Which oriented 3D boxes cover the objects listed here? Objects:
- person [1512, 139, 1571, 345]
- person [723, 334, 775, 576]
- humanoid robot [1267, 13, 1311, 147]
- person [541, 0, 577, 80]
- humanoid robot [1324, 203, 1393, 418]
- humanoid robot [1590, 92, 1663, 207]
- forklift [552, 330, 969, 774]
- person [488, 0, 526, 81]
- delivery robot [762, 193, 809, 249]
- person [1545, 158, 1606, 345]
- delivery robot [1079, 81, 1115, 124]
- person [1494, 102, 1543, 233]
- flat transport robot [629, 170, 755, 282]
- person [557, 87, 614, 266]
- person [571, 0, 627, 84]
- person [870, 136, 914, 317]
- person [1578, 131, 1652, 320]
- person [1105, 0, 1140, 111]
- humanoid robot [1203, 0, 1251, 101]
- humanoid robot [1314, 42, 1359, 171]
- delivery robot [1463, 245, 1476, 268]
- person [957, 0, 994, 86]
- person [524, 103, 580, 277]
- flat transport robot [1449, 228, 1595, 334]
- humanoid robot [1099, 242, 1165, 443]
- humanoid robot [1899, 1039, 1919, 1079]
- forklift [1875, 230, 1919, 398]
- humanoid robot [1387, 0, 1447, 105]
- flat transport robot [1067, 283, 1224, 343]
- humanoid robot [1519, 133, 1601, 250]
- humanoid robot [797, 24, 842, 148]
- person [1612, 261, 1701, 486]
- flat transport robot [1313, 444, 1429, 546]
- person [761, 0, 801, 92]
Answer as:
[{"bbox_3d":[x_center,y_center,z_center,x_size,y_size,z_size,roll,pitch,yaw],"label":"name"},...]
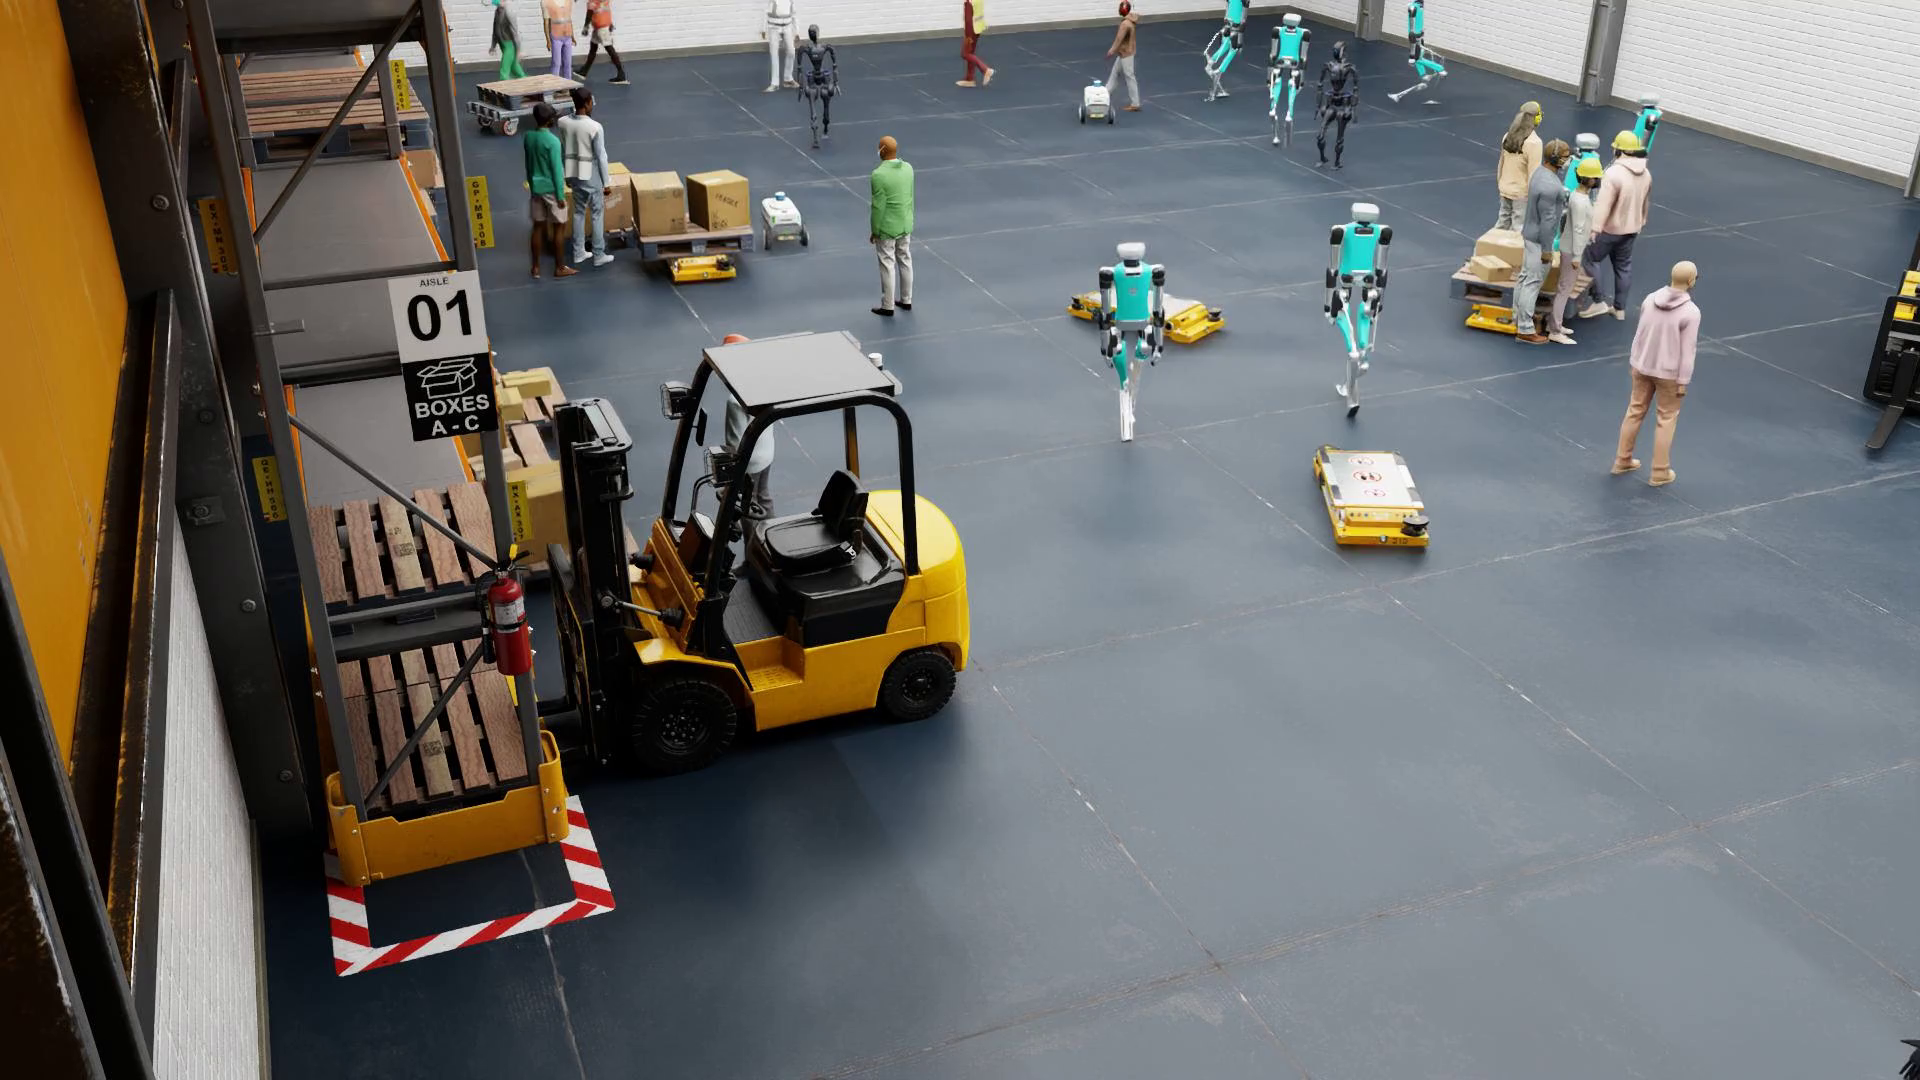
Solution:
[{"bbox_3d":[5.508,-2.832,15.763,0.372,1.940,0.630,3,27,7],"label":"person"},{"bbox_3d":[-1.476,-0.588,11.521,0.351,1.739,0.572,8,28,15],"label":"person"},{"bbox_3d":[4.441,-6.202,22.791,0.543,1.892,0.730,8,28,15],"label":"humanoid robot"},{"bbox_3d":[-6.157,-7.713,25.574,0.373,1.842,0.568,18,32,32],"label":"person"},{"bbox_3d":[3.432,-1.906,14.184,0.532,1.776,0.996,-1,27,-3],"label":"humanoid robot"},{"bbox_3d":[7.210,-4.096,18.544,0.923,1.810,0.559,6,27,13],"label":"humanoid robot"},{"bbox_3d":[-1.094,0.010,9.831,2.313,2.155,1.214,-10,28,-20],"label":"forklift"},{"bbox_3d":[-6.893,-7.399,25.005,0.931,1.795,0.521,-15,30,-28],"label":"person"},{"bbox_3d":[-2.028,-3.638,18.916,0.499,0.603,0.807,-7,28,-13],"label":"delivery robot"},{"bbox_3d":[5.839,-2.748,15.786,0.309,1.768,0.531,7,28,13],"label":"person"},{"bbox_3d":[2.006,-6.437,24.479,0.515,0.601,0.773,1,27,2],"label":"delivery robot"},{"bbox_3d":[5.841,-3.649,17.460,0.398,1.875,0.568,-10,29,-20],"label":"person"},{"bbox_3d":[-2.910,-3.144,18.240,0.659,0.231,1.431,-7,28,-14],"label":"flat transport robot"},{"bbox_3d":[-4.039,-3.909,17.945,0.596,1.906,0.402,13,29,23],"label":"person"},{"bbox_3d":[-5.868,-8.271,26.613,1.004,1.903,0.609,1,27,2],"label":"person"},{"bbox_3d":[-0.674,-3.106,16.482,0.383,1.784,0.537,24,35,39],"label":"person"},{"bbox_3d":[6.453,-3.078,16.375,0.829,1.837,0.498,-14,30,-26],"label":"person"},{"bbox_3d":[2.351,-7.241,24.888,0.837,1.612,0.472,4,27,8],"label":"person"},{"bbox_3d":[4.013,-7.598,25.595,0.751,1.896,0.545,-12,29,-23],"label":"humanoid robot"},{"bbox_3d":[4.901,-5.629,21.627,0.608,1.645,0.450,18,32,31],"label":"humanoid robot"},{"bbox_3d":[5.656,-2.879,17.369,0.499,0.570,0.746,-5,27,-10],"label":"delivery robot"},{"bbox_3d":[0.244,-8.046,26.345,0.590,1.756,0.478,10,28,19],"label":"person"},{"bbox_3d":[-4.413,-3.680,17.579,0.575,1.835,0.443,15,30,27],"label":"person"},{"bbox_3d":[5.636,-2.359,16.680,0.659,0.231,1.431,16,31,29],"label":"flat transport robot"},{"bbox_3d":[1.381,-1.652,13.647,0.561,1.729,1.024,0,27,0],"label":"humanoid robot"},{"bbox_3d":[4.043,1.936,6.626,0.596,1.637,0.776,-21,33,-35],"label":"humanoid robot"},{"bbox_3d":[9.029,-2.397,14.618,1.214,2.155,2.313,18,32,32],"label":"forklift"},{"bbox_3d":[6.965,-7.287,24.857,1.050,1.734,0.530,13,29,24],"label":"humanoid robot"},{"bbox_3d":[1.836,-2.261,16.484,1.431,0.231,0.659,20,33,34],"label":"flat transport robot"},{"bbox_3d":[5.926,-3.177,16.698,0.723,1.791,0.546,-1,27,-1],"label":"humanoid robot"},{"bbox_3d":[-1.945,-6.302,23.029,0.615,1.646,0.785,-1,27,-2],"label":"humanoid robot"},{"bbox_3d":[5.412,-1.291,12.877,0.414,1.776,0.539,-18,32,-31],"label":"person"},{"bbox_3d":[3.116,-0.350,12.684,0.659,0.231,1.431,2,27,3],"label":"flat transport robot"},{"bbox_3d":[-2.844,-8.010,26.170,0.676,1.852,0.346,-15,30,-27],"label":"person"}]
